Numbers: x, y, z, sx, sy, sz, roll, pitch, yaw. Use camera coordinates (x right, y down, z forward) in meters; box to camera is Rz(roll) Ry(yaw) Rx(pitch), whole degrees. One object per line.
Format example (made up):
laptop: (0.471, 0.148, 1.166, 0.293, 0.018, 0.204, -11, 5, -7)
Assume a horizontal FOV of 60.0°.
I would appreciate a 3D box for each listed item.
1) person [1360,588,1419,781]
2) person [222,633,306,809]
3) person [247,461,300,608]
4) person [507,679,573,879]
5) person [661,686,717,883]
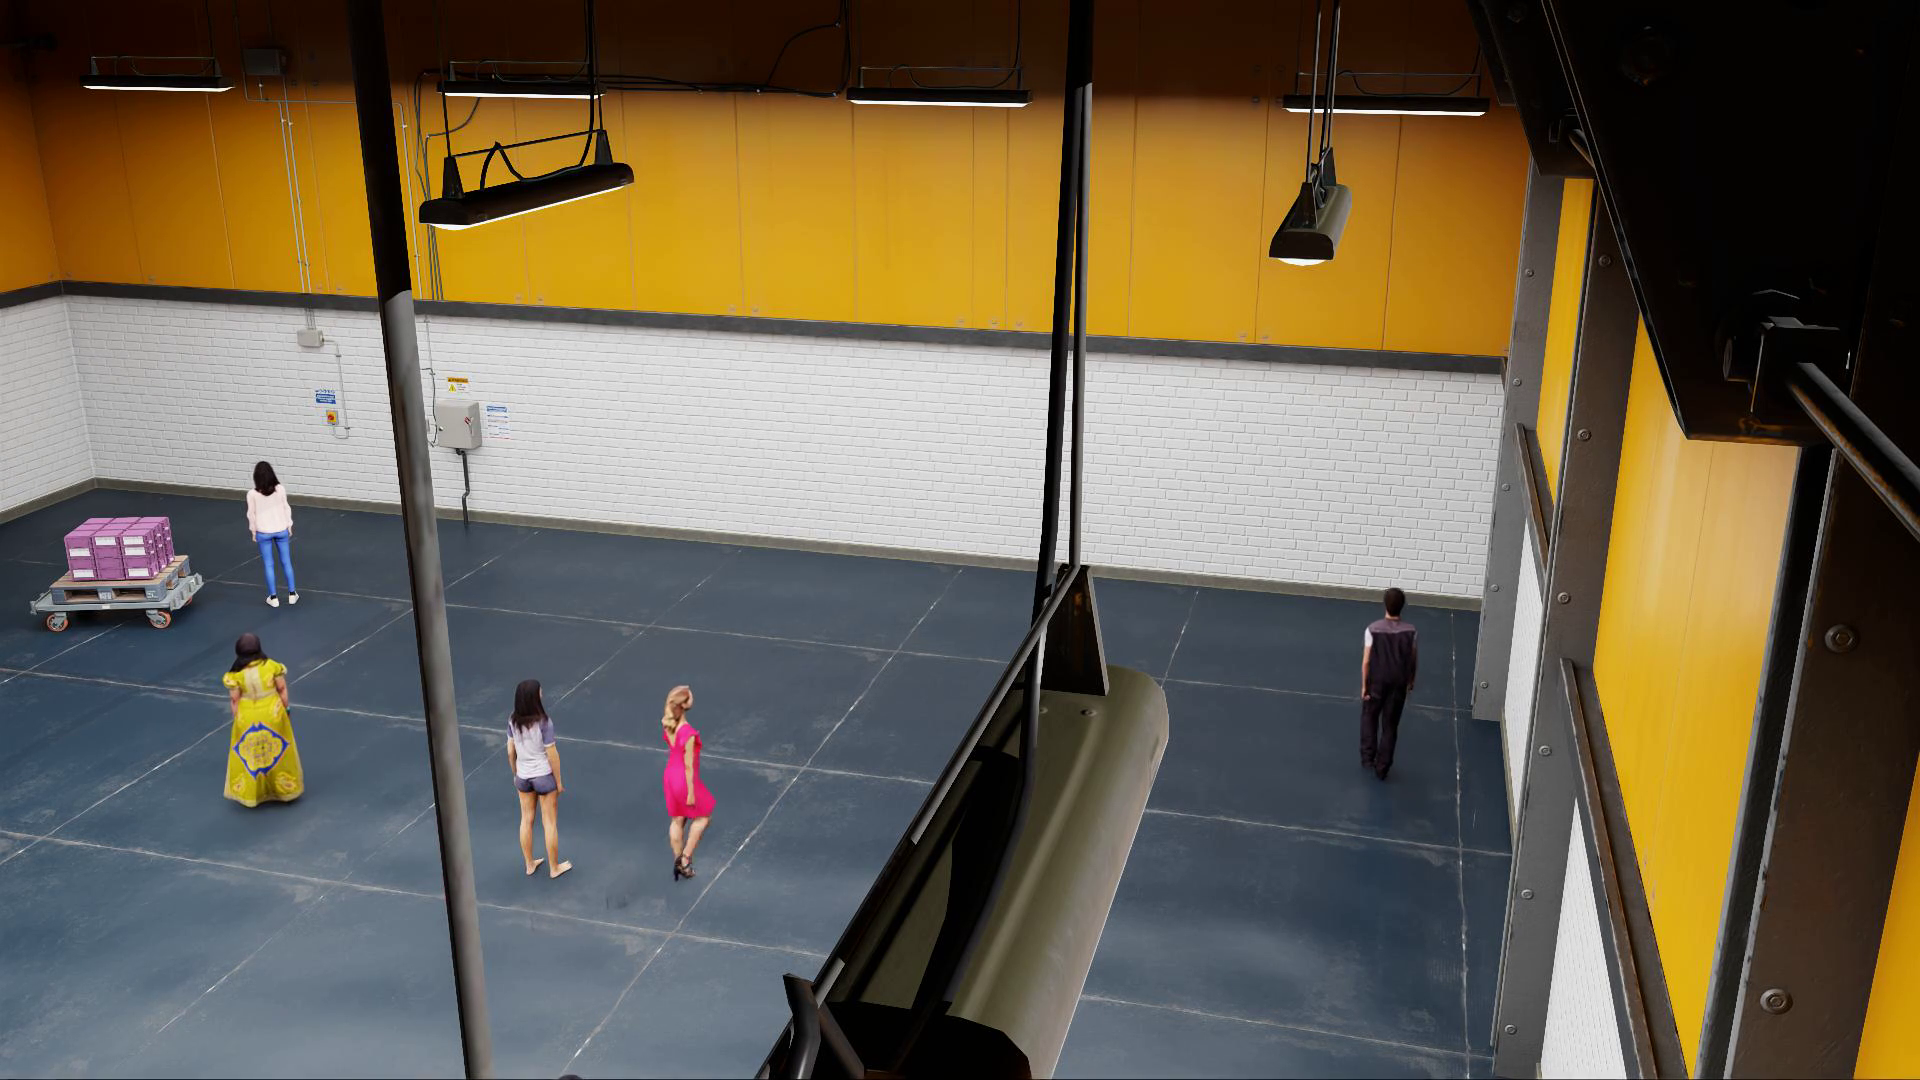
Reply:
person: (3.949, 1.358, 15.325, 0.658, 1.833, 0.654, 4, 19, 12)
person: (-6.220, 1.613, 14.843, 0.985, 1.657, 1.019, -8, 20, -23)
person: (-8.142, -0.077, 19.692, 0.719, 1.766, 0.770, -10, 21, -26)
person: (-3.495, 1.955, 13.709, 0.588, 1.733, 0.487, 6, 19, 16)
person: (-2.332, 2.012, 13.563, 0.744, 1.717, 0.699, -15, 24, -37)
